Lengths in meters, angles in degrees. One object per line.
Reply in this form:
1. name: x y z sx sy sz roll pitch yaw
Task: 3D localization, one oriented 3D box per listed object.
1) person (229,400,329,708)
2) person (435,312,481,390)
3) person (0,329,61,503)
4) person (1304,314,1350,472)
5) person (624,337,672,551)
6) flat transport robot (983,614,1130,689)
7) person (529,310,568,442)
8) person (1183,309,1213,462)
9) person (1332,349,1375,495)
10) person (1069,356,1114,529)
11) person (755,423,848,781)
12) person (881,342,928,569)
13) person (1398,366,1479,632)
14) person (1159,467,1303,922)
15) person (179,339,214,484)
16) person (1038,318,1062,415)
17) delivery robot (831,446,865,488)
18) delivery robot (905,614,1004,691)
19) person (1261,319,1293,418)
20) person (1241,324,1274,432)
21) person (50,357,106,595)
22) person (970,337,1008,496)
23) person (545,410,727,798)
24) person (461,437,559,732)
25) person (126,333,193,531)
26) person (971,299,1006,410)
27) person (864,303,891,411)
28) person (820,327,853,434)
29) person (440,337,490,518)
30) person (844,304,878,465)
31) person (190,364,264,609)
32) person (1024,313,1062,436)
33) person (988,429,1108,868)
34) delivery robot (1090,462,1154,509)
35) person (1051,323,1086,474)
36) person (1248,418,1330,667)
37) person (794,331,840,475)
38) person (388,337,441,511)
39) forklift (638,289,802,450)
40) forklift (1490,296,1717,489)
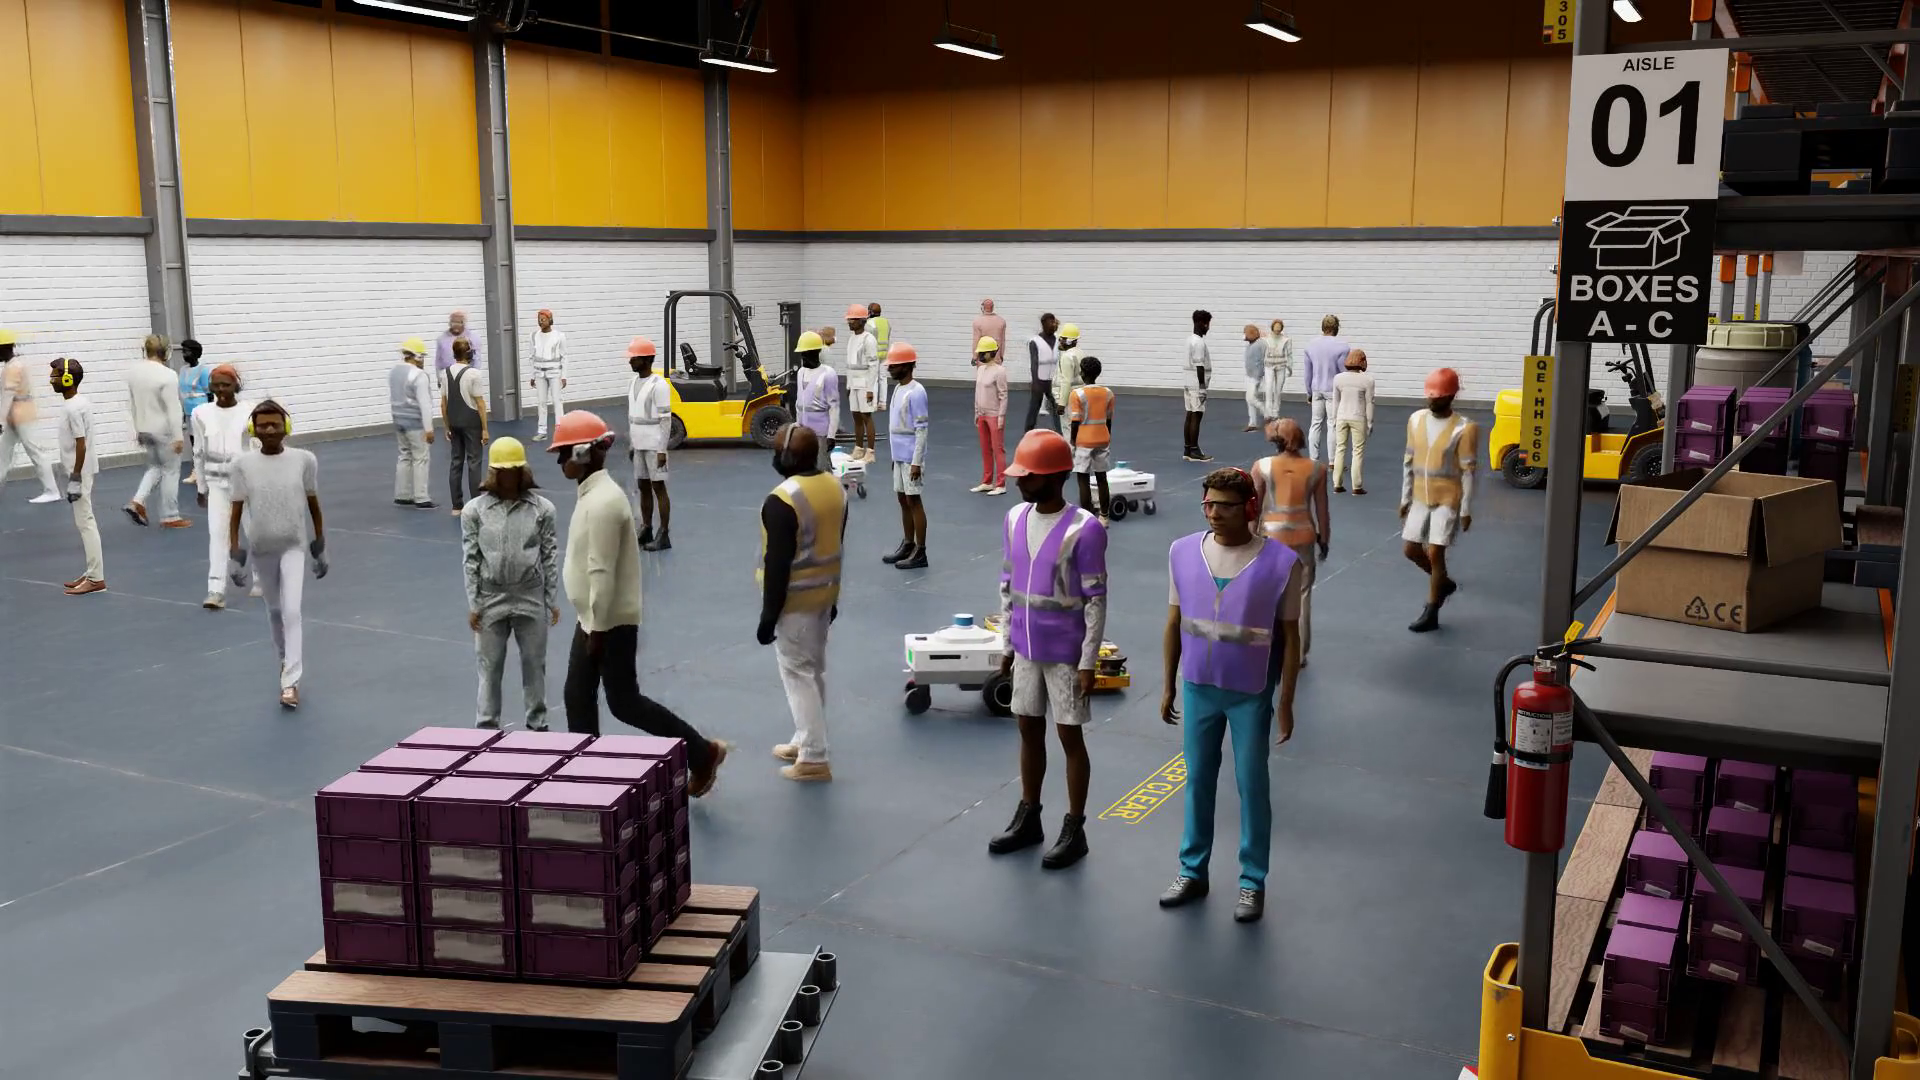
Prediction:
1. person: -4.117 0.062 10.035 0.540 1.822 1.003 -3 10 -16
2. person: -7.181 -2.342 23.834 0.647 1.864 0.914 -2 10 -11
3. person: -10.174 -1.296 17.722 0.981 1.875 0.594 -6 11 -30
4. person: 4.526 -1.804 20.470 0.627 1.940 0.372 9 13 42
5. person: -2.832 -0.865 15.033 0.377 1.938 0.547 -10 14 -44
6. flat transport robot: 0.590 0.703 10.780 0.652 0.197 1.431 -2 10 -10
7. person: -5.871 -2.338 23.722 0.575 1.882 0.360 2 10 13
8. person: 3.074 -1.999 21.532 0.368 1.961 0.603 -1 10 -7
9. person: 4.376 -1.312 18.532 0.494 1.624 0.279 7 12 35
10. person: 1.258 -0.929 16.100 0.540 1.695 0.317 -7 12 -35
11. person: -0.835 0.309 8.557 0.429 1.848 0.626 5 11 25
12. person: -0.476 -0.719 14.198 0.371 1.933 0.551 -4 11 -22
13. person: 3.412 -0.293 11.805 0.611 1.909 0.575 -8 13 -39
14. person: 1.097 0.612 6.754 0.571 1.843 0.373 6 11 30
15. person: -8.825 -1.476 19.265 0.535 1.697 0.321 6 11 30
16. person: 1.571 -2.879 27.622 0.705 1.602 0.541 -8 12 -38
17. delivery robot: -1.353 -0.790 18.331 0.477 0.478 0.707 -8 13 -38
18. delivery robot: 0.027 0.679 9.824 0.707 0.478 0.477 0 10 -3
19. person: 5.122 -2.756 26.920 0.534 1.606 0.767 1 10 6
20. person: 4.424 -2.412 24.878 0.414 1.622 0.537 -2 10 -9
21. person: -6.991 -0.500 13.150 0.328 1.862 0.510 -5 11 -26
22. person: 0.317 -1.376 18.500 0.329 1.765 0.533 -6 12 -33
23. person: -1.600 0.359 7.900 0.874 1.958 0.624 -4 11 -22
24. person: -2.344 0.326 8.706 0.489 1.742 0.319 -4 10 -21
25. person: -7.733 -1.026 16.008 0.650 1.922 0.506 5 11 27
26. person: 0.470 -3.149 28.345 0.637 1.911 0.403 -5 11 -29
27. person: -1.458 -3.120 28.370 0.429 1.844 0.624 7 12 36
28. person: -2.001 -2.340 24.527 0.746 1.610 0.503 0 10 0
29. person: -4.996 -1.130 16.842 0.513 1.843 0.334 4 10 21
30. person: -1.278 -1.962 21.082 0.389 2.045 0.606 -6 12 -32
31. person: -5.580 -0.416 12.742 0.601 1.836 0.897 -1 10 -7
32. person: 1.211 -2.144 22.639 0.622 1.861 1.004 -9 13 -41
33. person: 0.379 0.473 7.299 0.547 1.934 0.376 9 13 42
34. delivery robot: 1.643 -0.557 16.980 0.707 0.478 0.477 -7 12 -35
35. person: 1.318 -1.722 20.290 0.404 1.837 0.592 4 10 21
36. person: 2.137 0.014 10.849 0.559 1.620 0.405 0 10 1
37. person: -1.432 -1.080 16.320 0.386 1.922 0.594 -9 13 -41
38. person: -5.700 -1.208 17.394 0.620 1.812 0.441 8 12 38
39. forklift: -3.358 -2.392 23.136 2.313 2.155 1.214 -1 10 -5
40. forklift: 7.296 -1.677 18.993 2.313 2.155 1.214 5 11 27
